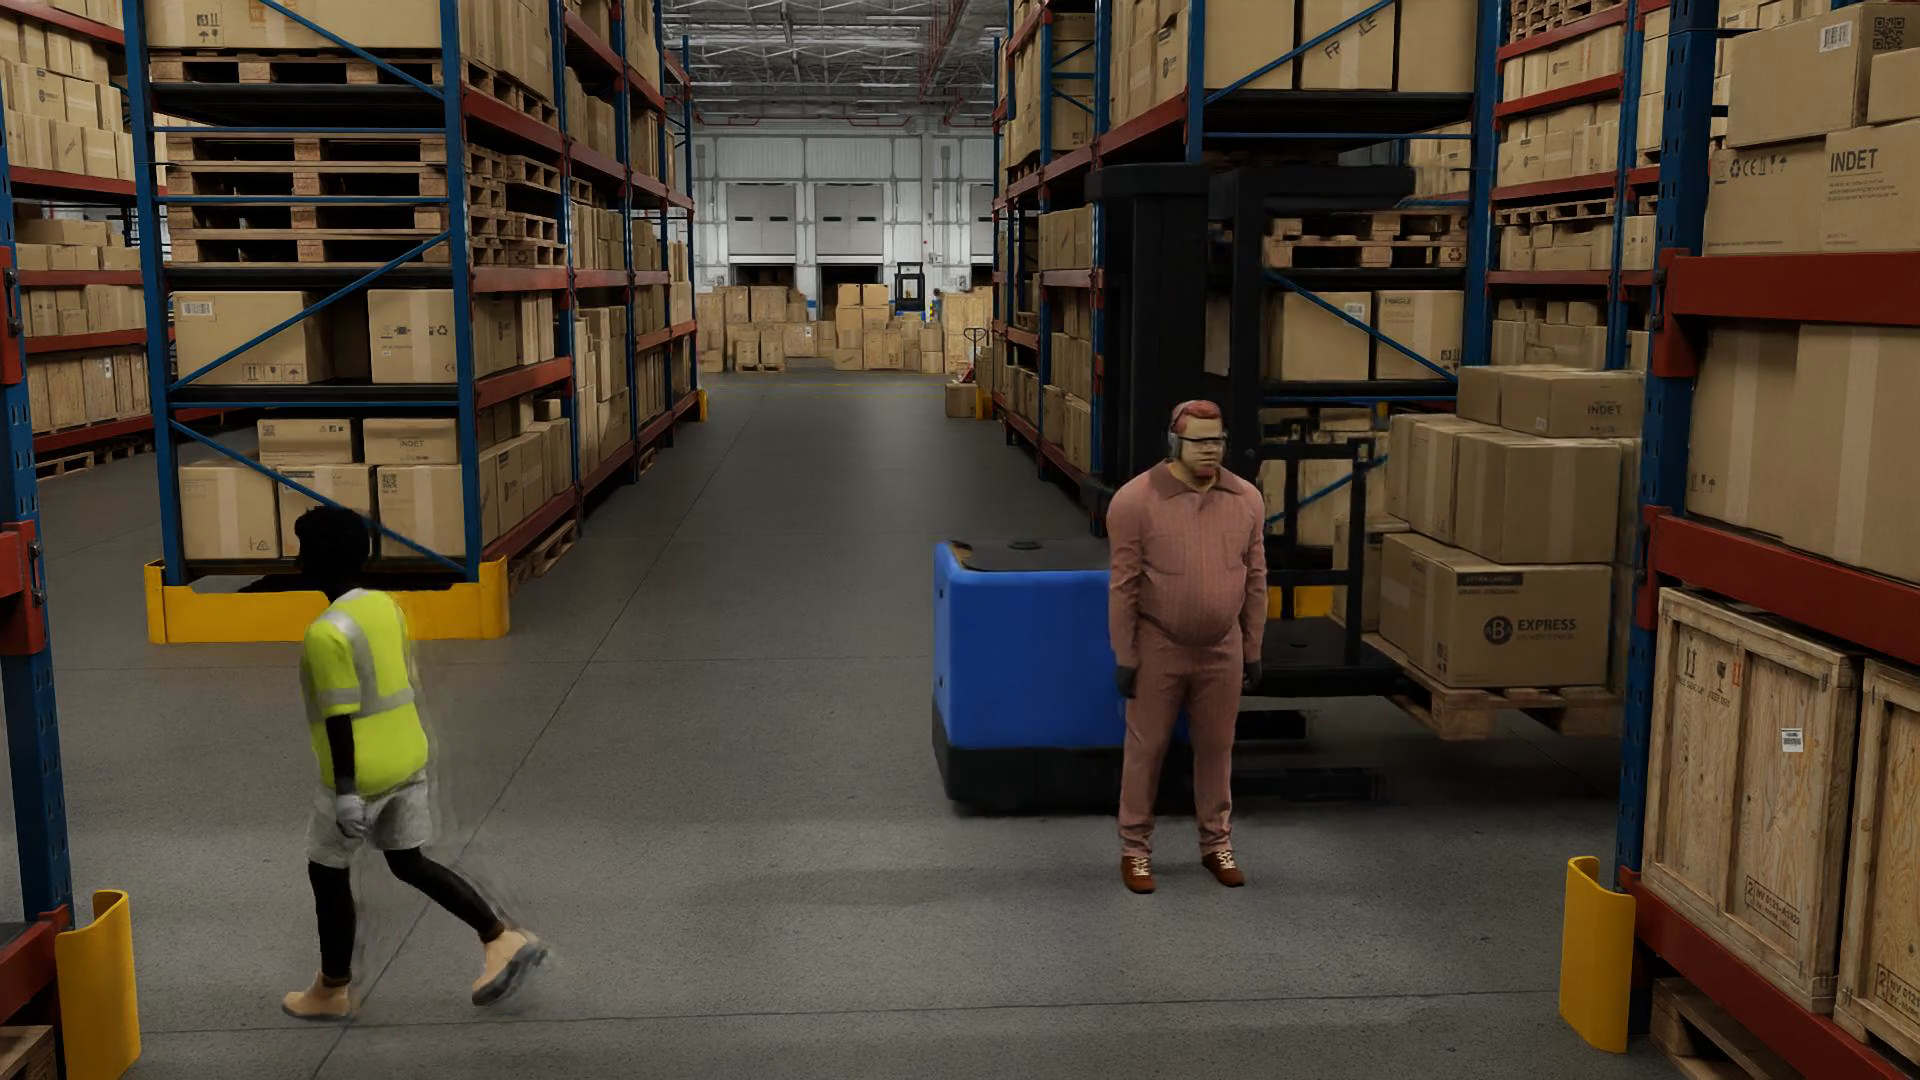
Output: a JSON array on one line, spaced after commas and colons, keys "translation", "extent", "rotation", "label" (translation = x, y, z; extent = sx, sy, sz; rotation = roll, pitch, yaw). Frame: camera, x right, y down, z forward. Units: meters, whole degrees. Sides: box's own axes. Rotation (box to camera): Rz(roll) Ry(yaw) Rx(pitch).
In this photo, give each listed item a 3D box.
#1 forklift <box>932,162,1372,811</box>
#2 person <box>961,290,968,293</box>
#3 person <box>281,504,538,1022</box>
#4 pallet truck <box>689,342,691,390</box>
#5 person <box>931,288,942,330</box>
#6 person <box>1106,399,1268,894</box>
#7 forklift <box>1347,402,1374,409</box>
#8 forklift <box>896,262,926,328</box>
[{"translation": [0.834, -0.280, 7.587], "extent": [1.873, 2.768, 1.129], "rotation": [-1, 9, -5], "label": "forklift"}, {"translation": [0.147, -6.796, 51.632], "extent": [1.031, 1.871, 0.618], "rotation": [-1, 9, -3], "label": "person"}, {"translation": [-1.764, 0.708, 5.213], "extent": [0.760, 1.657, 0.564], "rotation": [1, 9, 7], "label": "person"}, {"translation": [-5.225, -3.008, 27.480], "extent": [1.885, 1.965, 0.823], "rotation": [2, 9, 14], "label": "pallet truck"}, {"translation": [-0.858, -7.819, 57.950], "extent": [0.738, 1.910, 0.656], "rotation": [0, 9, -2], "label": "person"}, {"translation": [0.873, 0.412, 6.340], "extent": [0.644, 1.898, 0.396], "rotation": [-2, 9, -13], "label": "person"}, {"translation": [4.558, -2.488, 21.455], "extent": [1.129, 2.768, 1.873], "rotation": [6, 11, 35], "label": "forklift"}, {"translation": [-1.780, -8.547, 59.499], "extent": [1.129, 2.768, 1.873], "rotation": [-1, 9, -4], "label": "forklift"}]
